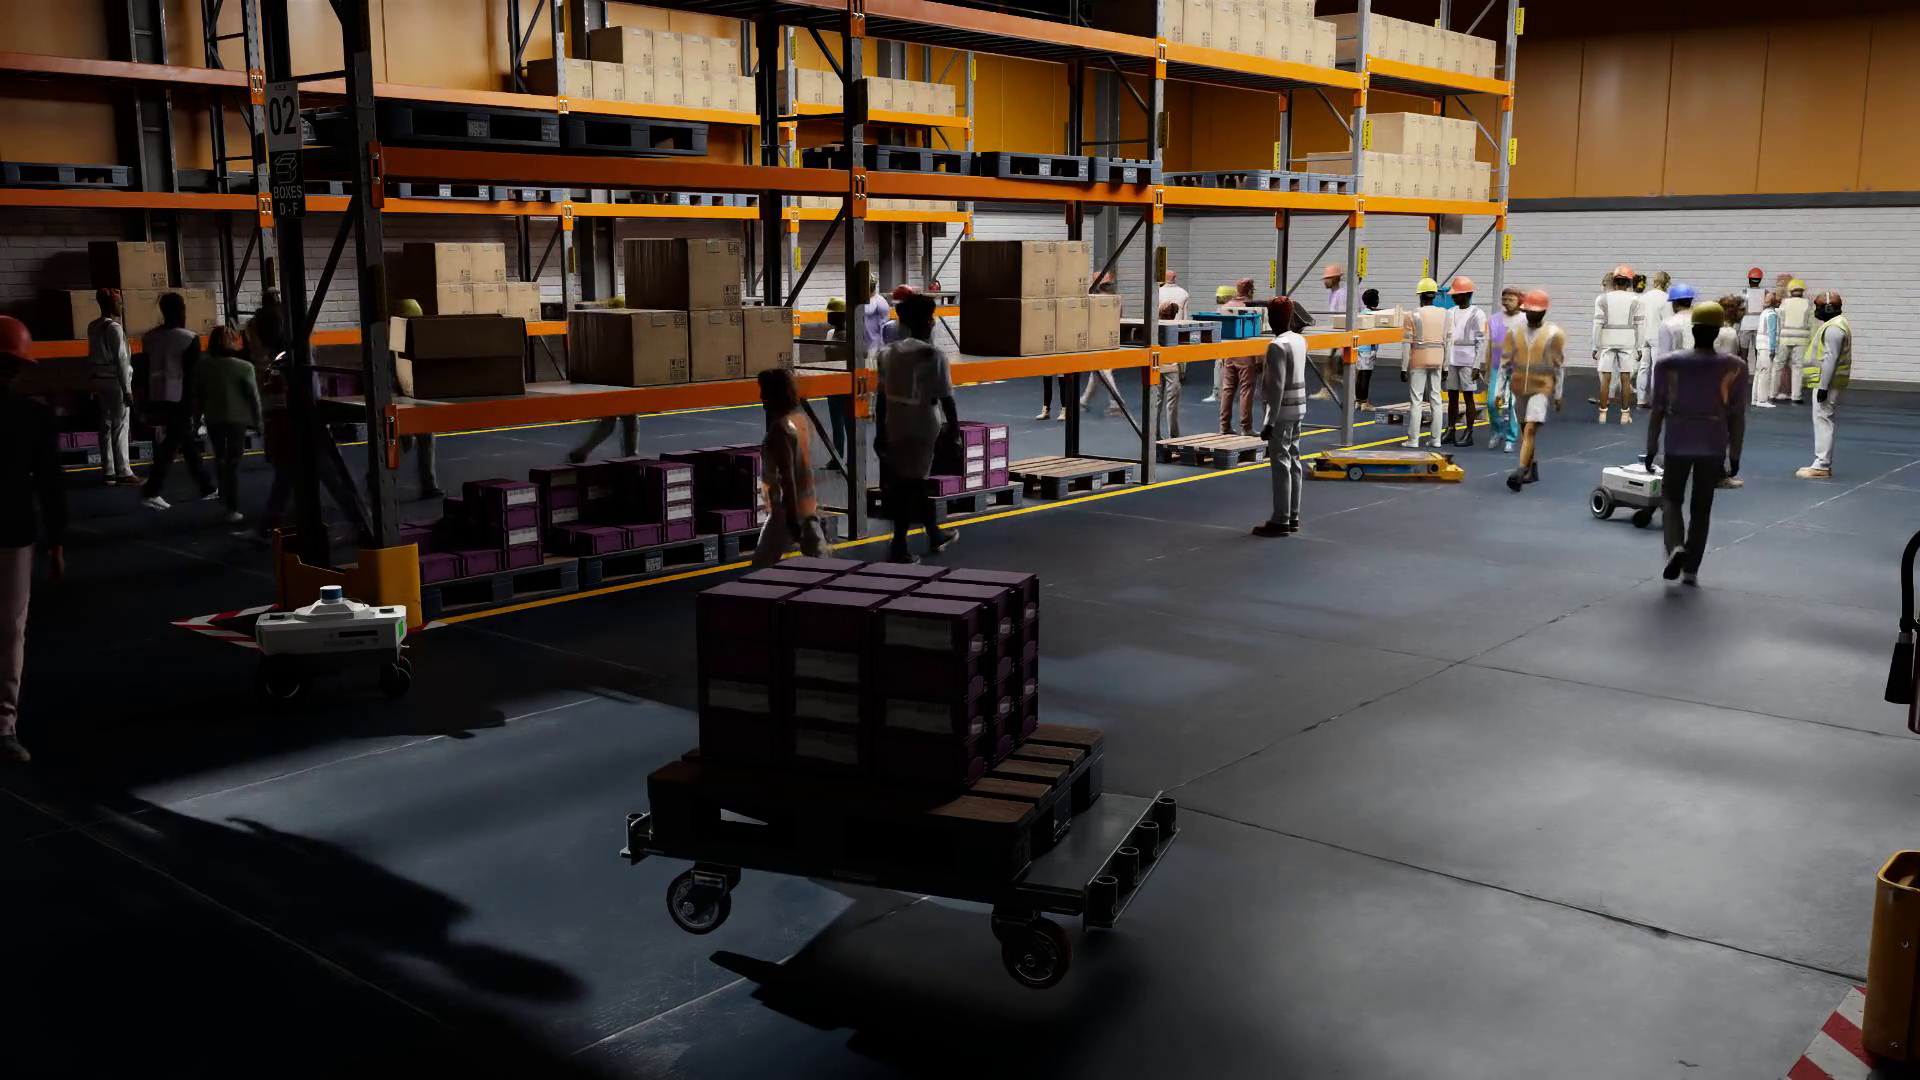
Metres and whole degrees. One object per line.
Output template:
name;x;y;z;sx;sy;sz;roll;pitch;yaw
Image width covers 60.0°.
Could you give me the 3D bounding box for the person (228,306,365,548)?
person;-4.965;-0.832;12.481;1.066;1.823;0.650;-5;11;-24

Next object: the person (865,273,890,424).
person;-1.166;-2.468;21.450;0.372;1.940;0.631;-9;14;-43

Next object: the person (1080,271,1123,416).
person;1.868;-2.658;22.522;0.628;1.939;1.037;-10;14;-43

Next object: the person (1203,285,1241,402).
person;3.952;-2.888;24.460;0.720;1.719;0.495;-2;10;-13

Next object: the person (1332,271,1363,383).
person;6.474;-3.602;27.849;0.594;1.971;0.664;4;11;21

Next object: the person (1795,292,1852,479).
person;8.515;-1.519;16.374;0.429;1.830;0.637;5;11;26

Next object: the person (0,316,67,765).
person;-4.299;0.005;7.317;0.683;1.962;0.555;-9;13;-42

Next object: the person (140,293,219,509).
person;-6.867;-1.222;14.579;0.601;1.874;1.031;4;11;23

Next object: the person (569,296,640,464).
person;-3.404;-1.471;16.178;0.767;1.799;0.592;-9;13;-41

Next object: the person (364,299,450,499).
person;-4.935;-1.231;14.771;0.602;1.809;0.700;7;12;36

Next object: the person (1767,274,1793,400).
person;12.186;-3.021;24.793;0.646;1.872;0.713;5;11;28

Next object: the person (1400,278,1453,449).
person;5.247;-1.988;18.785;0.588;1.918;0.397;-2;10;-12

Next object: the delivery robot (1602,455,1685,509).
delivery robot;5.613;-0.455;13.659;0.477;0.478;0.707;-3;10;-15

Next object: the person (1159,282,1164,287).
person;3.453;-3.600;28.109;0.313;1.864;0.534;8;13;38

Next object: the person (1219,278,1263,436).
person;3.409;-2.195;20.031;0.395;1.899;0.637;-9;13;-41

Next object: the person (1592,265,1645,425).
person;8.447;-2.503;21.354;0.615;2.041;0.387;5;11;25

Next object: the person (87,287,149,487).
person;-8.031;-1.448;15.794;0.587;1.882;0.342;8;13;39

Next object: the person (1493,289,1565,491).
person;5.352;-1.415;15.658;0.574;1.876;1.043;7;12;36

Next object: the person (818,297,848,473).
person;-1.216;-1.554;16.736;0.315;1.769;0.523;-8;12;-37

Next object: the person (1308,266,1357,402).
person;5.572;-3.015;24.446;0.720;2.005;0.624;-2;10;-12

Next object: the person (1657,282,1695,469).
person;7.252;-1.601;16.561;0.626;1.923;0.664;-2;10;-13

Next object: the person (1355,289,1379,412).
person;5.648;-2.623;23.017;0.320;1.698;0.531;0;10;-2

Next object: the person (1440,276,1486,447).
person;5.702;-2.025;18.949;0.376;1.933;0.544;-6;12;-30

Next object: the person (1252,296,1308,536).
person;2.526;-0.969;13.069;0.356;1.885;0.573;6;12;32

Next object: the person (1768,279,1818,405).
person;11.996;-2.846;23.994;0.666;1.812;0.540;4;11;23

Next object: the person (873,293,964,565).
person;-0.229;-0.783;11.906;0.635;1.912;0.941;9;13;40

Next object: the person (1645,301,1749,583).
person;4.908;-0.635;11.095;0.601;1.908;0.493;4;11;21

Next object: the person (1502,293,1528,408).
person;7.896;-2.654;23.378;0.501;1.632;0.280;4;11;24

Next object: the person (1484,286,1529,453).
person;6.083;-1.877;18.380;0.583;1.832;0.442;6;12;32

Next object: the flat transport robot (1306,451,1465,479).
flat transport robot;4.177;-0.745;16.384;1.431;0.197;0.652;1;10;5

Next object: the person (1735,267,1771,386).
person;12.912;-3.465;27.125;0.542;1.939;0.364;2;10;9

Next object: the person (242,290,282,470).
person;-6.943;-1.629;17.000;0.629;1.821;0.508;4;11;22

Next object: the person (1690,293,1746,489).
person;7.101;-1.377;15.529;0.493;1.835;0.544;2;10;9

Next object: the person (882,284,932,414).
person;-0.495;-1.566;16.407;0.550;1.912;0.894;4;11;22

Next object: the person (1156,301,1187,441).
person;2.402;-1.936;19.271;0.514;1.641;0.307;9;13;42

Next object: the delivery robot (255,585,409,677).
delivery robot;-3.152;0.473;8.376;0.707;0.478;0.477;-3;11;-17

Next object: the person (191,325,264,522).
person;-6.063;-0.972;13.832;0.534;1.610;0.594;-1;10;-3

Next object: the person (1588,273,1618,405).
person;9.412;-2.909;24.093;0.730;1.895;0.484;-7;12;-35

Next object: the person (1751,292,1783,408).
person;11.468;-2.697;23.614;0.310;1.636;0.523;2;10;11

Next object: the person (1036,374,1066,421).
person;1.240;-2.399;21.752;0.532;1.695;0.319;6;12;31

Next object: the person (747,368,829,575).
person;-0.974;-0.164;9.315;0.878;1.591;0.509;2;10;11

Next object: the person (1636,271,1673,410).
person;9.623;-2.739;23.009;0.372;1.934;0.627;-4;11;-21

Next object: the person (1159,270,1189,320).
person;3.391;-3.431;27.067;0.647;1.897;0.399;-2;10;-13

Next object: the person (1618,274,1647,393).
person;10.499;-3.201;25.872;0.395;1.846;0.545;-1;10;-8
